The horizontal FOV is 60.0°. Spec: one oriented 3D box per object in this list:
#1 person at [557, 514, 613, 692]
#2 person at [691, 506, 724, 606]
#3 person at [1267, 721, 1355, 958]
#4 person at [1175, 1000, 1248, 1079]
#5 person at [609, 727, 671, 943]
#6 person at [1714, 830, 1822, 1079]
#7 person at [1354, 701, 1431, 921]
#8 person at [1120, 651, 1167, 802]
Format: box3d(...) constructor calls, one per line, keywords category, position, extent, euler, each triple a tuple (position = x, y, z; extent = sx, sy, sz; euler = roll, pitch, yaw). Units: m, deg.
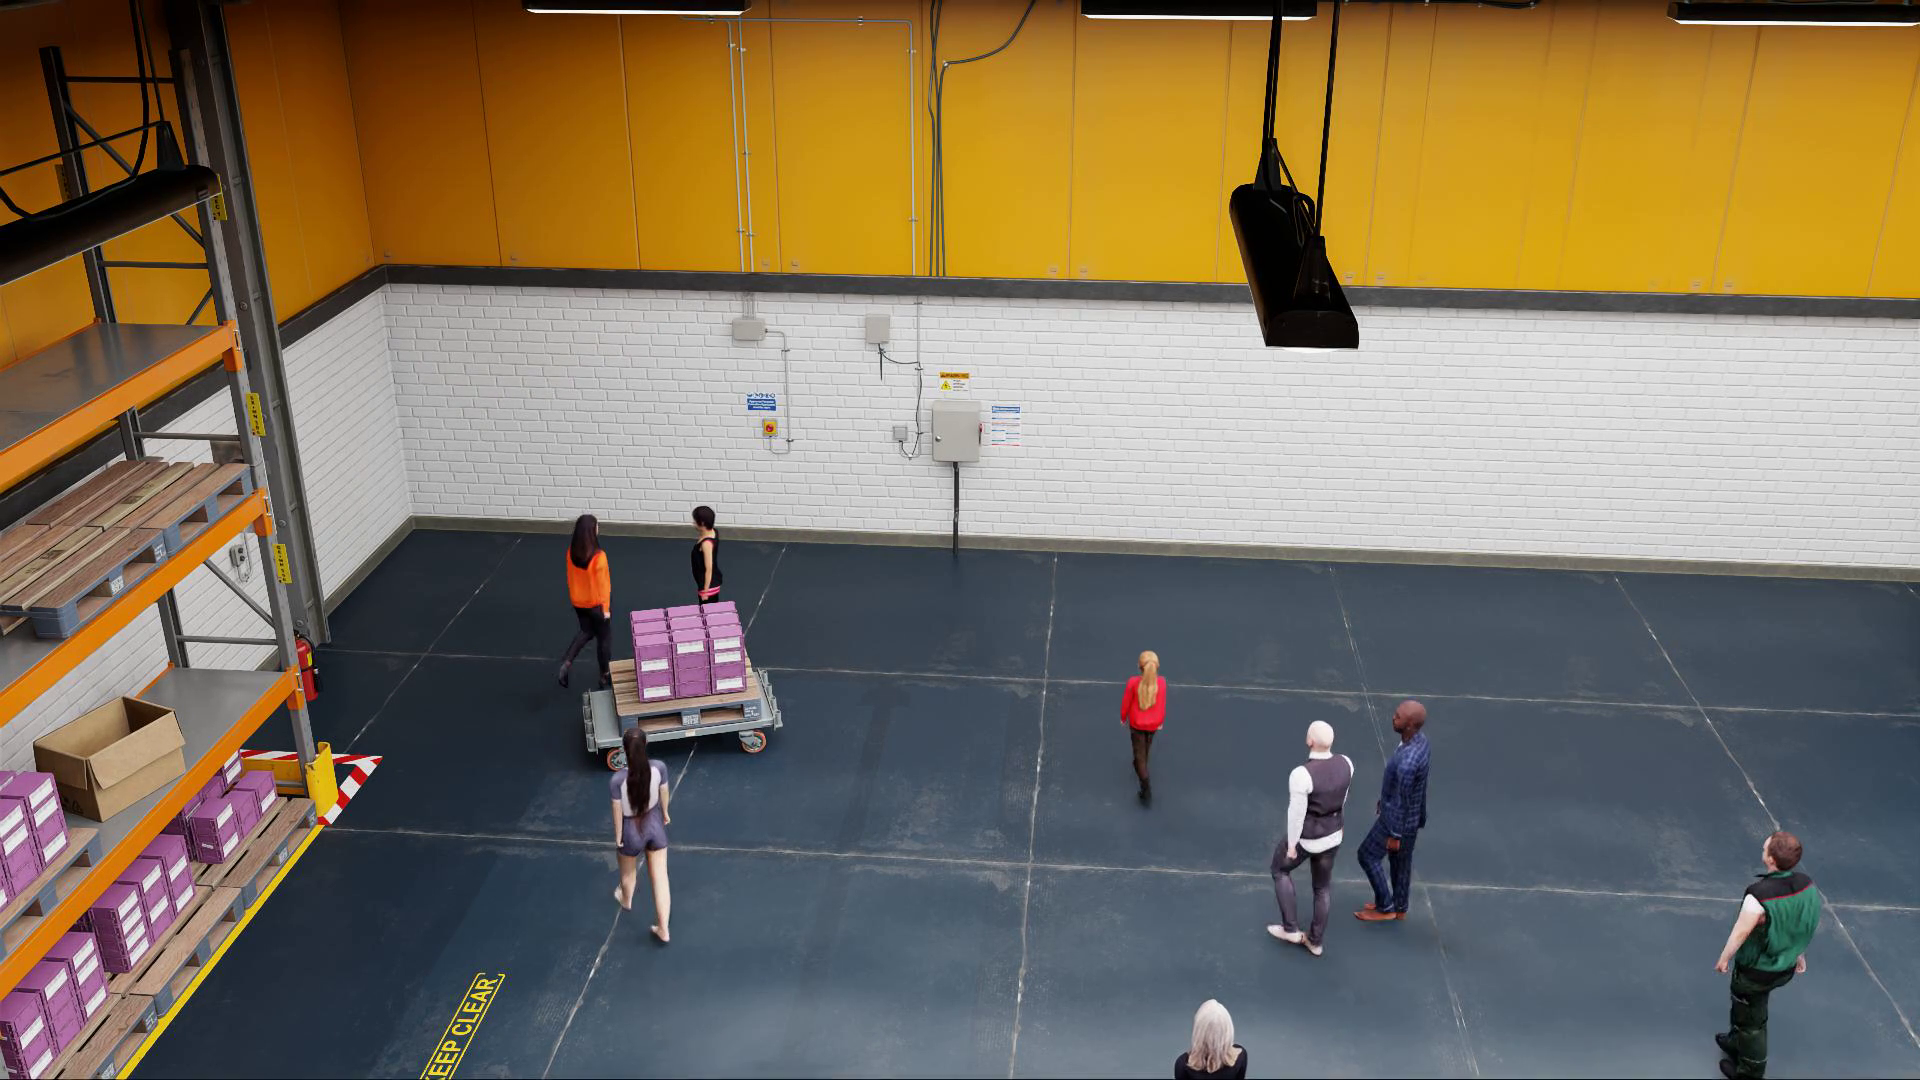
box3d(category="person", position=(-3.395, 0.619, 15.019), extent=(0.877, 1.736, 0.989), euler=(17, 29, 34))
box3d(category="person", position=(-2.377, 0.387, 15.777), extent=(0.614, 1.553, 0.469), euler=(0, 24, -1))
box3d(category="person", position=(2.501, 2.113, 11.508), extent=(0.820, 1.811, 0.831), euler=(-11, 26, -24))
box3d(category="person", position=(1.336, 3.223, 9.048), extent=(0.669, 1.747, 0.670), euler=(-6, 24, -13))
box3d(category="person", position=(-2.212, 2.116, 11.735), extent=(0.922, 1.623, 1.052), euler=(-13, 27, -27))
box3d(category="person", position=(5.017, 2.649, 10.263), extent=(0.816, 1.826, 0.868), euler=(-9, 25, -20))
box3d(category="person", position=(3.208, 1.962, 11.853), extent=(0.829, 1.811, 0.727), euler=(11, 26, 24))
box3d(category="person", position=(1.508, 1.520, 13.548), extent=(0.655, 1.263, 0.955), euler=(-4, 24, -10))
